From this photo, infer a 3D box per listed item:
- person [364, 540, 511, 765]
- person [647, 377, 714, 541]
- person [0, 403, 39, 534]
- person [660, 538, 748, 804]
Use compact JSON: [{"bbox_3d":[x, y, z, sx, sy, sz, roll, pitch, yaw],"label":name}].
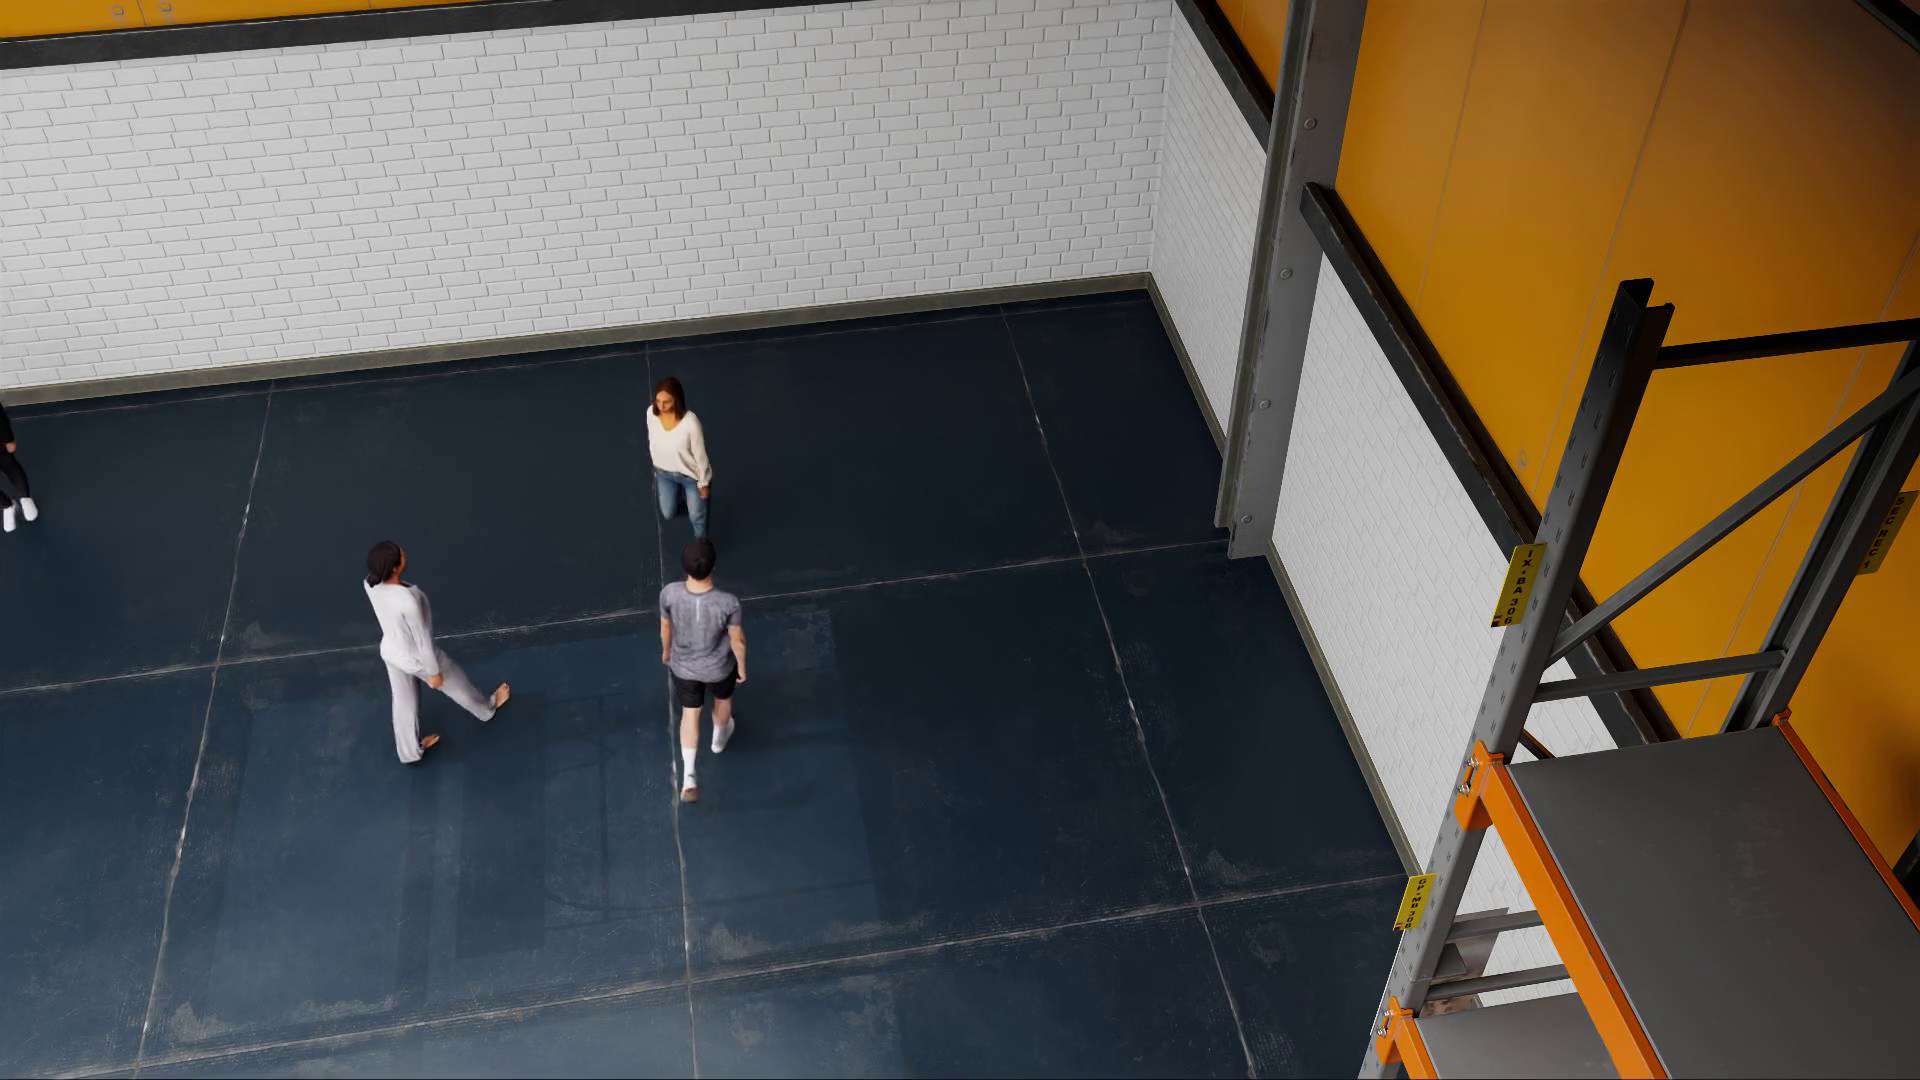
[{"bbox_3d":[-3.387,0.730,10.115,1.063,1.699,1.122,26,49,25],"label":"person"},{"bbox_3d":[-1.863,-0.509,11.434,0.808,1.672,0.872,15,46,15],"label":"person"},{"bbox_3d":[-6.949,-0.814,11.756,0.695,1.669,0.665,-17,46,-17],"label":"person"},{"bbox_3d":[-1.560,0.802,9.936,0.904,1.841,1.146,2,44,2],"label":"person"}]
